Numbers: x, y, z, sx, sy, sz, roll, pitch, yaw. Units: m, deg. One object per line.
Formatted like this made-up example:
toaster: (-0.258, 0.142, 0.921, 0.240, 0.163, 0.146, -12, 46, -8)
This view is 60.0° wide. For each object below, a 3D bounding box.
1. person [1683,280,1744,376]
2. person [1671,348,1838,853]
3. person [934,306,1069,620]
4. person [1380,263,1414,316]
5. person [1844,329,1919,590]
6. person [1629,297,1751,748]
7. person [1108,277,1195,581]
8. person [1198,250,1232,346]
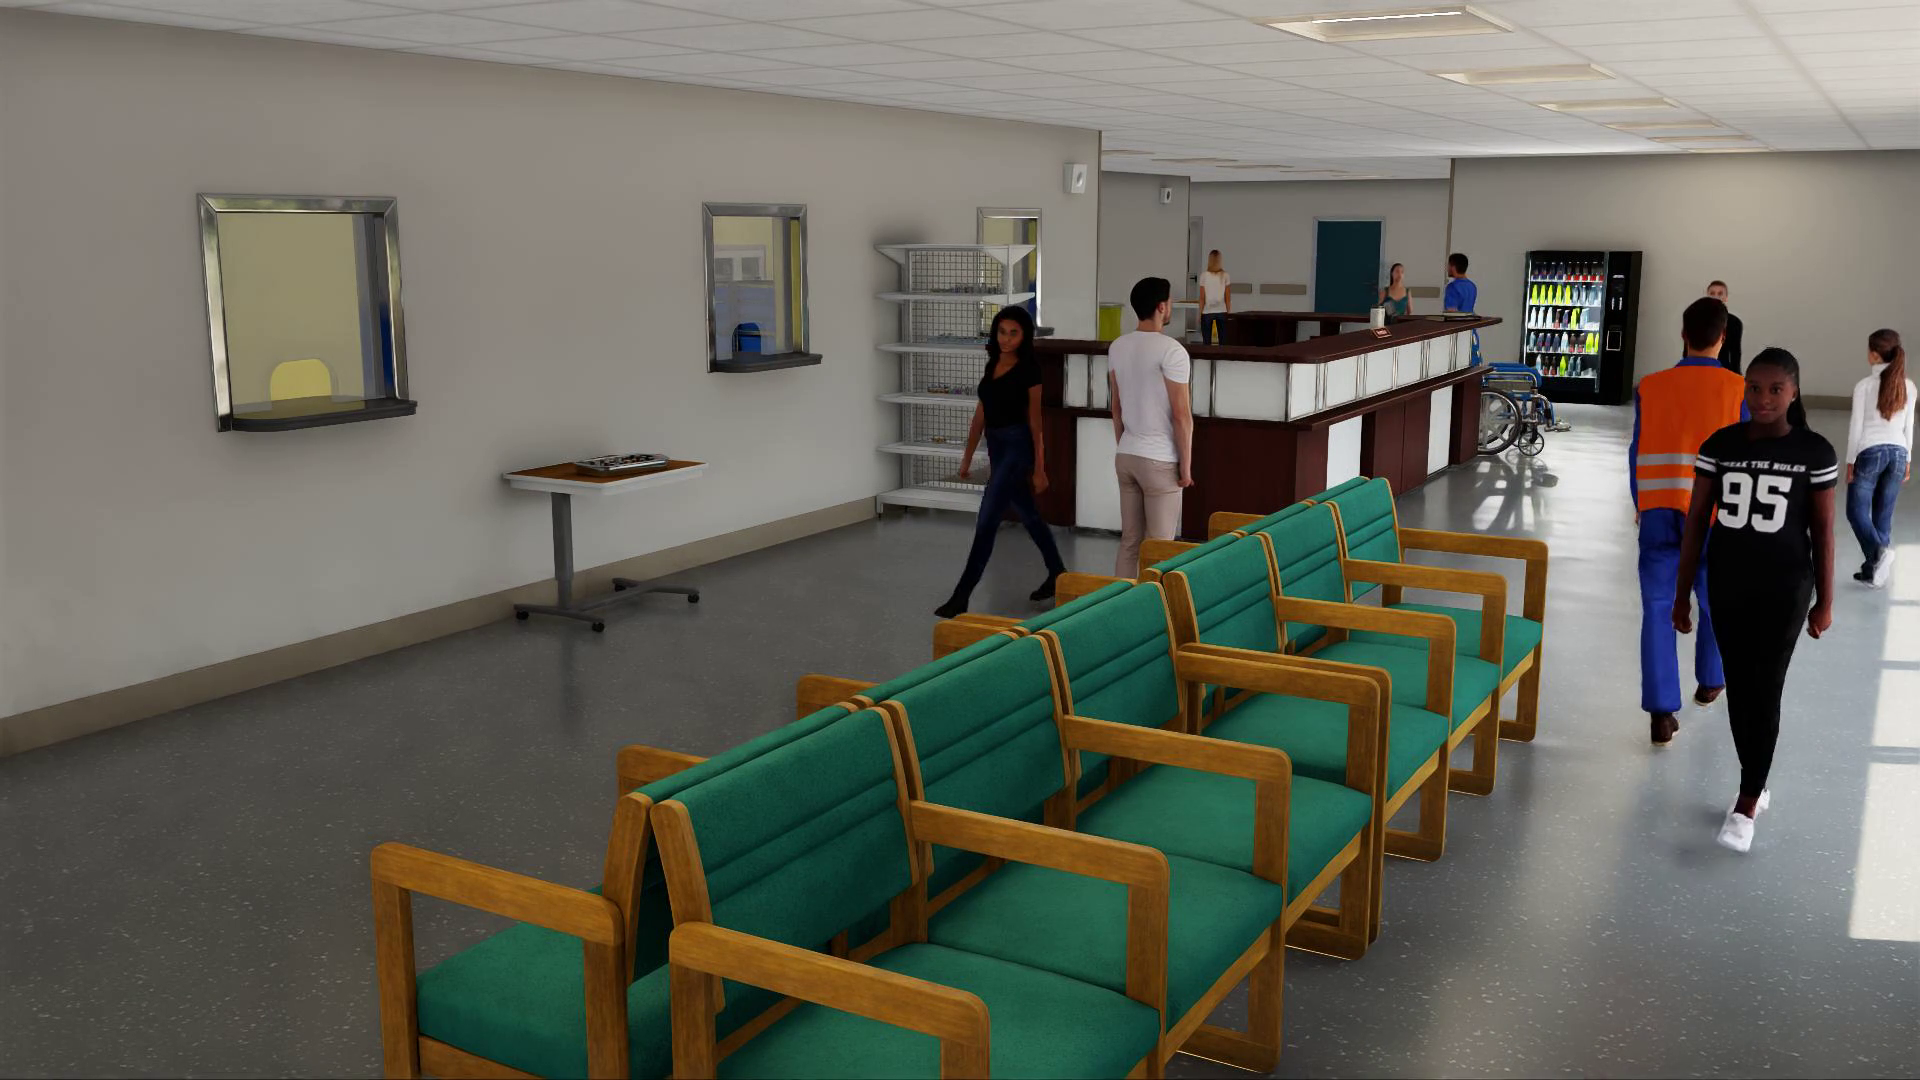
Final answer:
person: (6.193, -1.269, 13.729, 0.926, 1.668, 0.699, 6, 12, 30)
person: (2.857, 0.192, 5.930, 0.813, 1.707, 0.937, -11, 15, -44)
person: (0.346, -0.400, 9.129, 1.049, 1.676, 1.247, -7, 13, -32)
person: (5.329, -2.535, 20.480, 1.054, 1.639, 0.963, 0, 11, -1)
person: (5.388, -0.404, 9.709, 0.887, 1.468, 0.800, 1, 11, 7)
person: (2.981, -0.046, 6.875, 1.064, 1.822, 0.749, 7, 13, 32)
person: (0.981, -0.416, 8.649, 0.812, 1.887, 0.653, -9, 14, -39)
person: (3.512, -3.083, 22.915, 0.608, 1.807, 0.735, 0, 11, 2)
